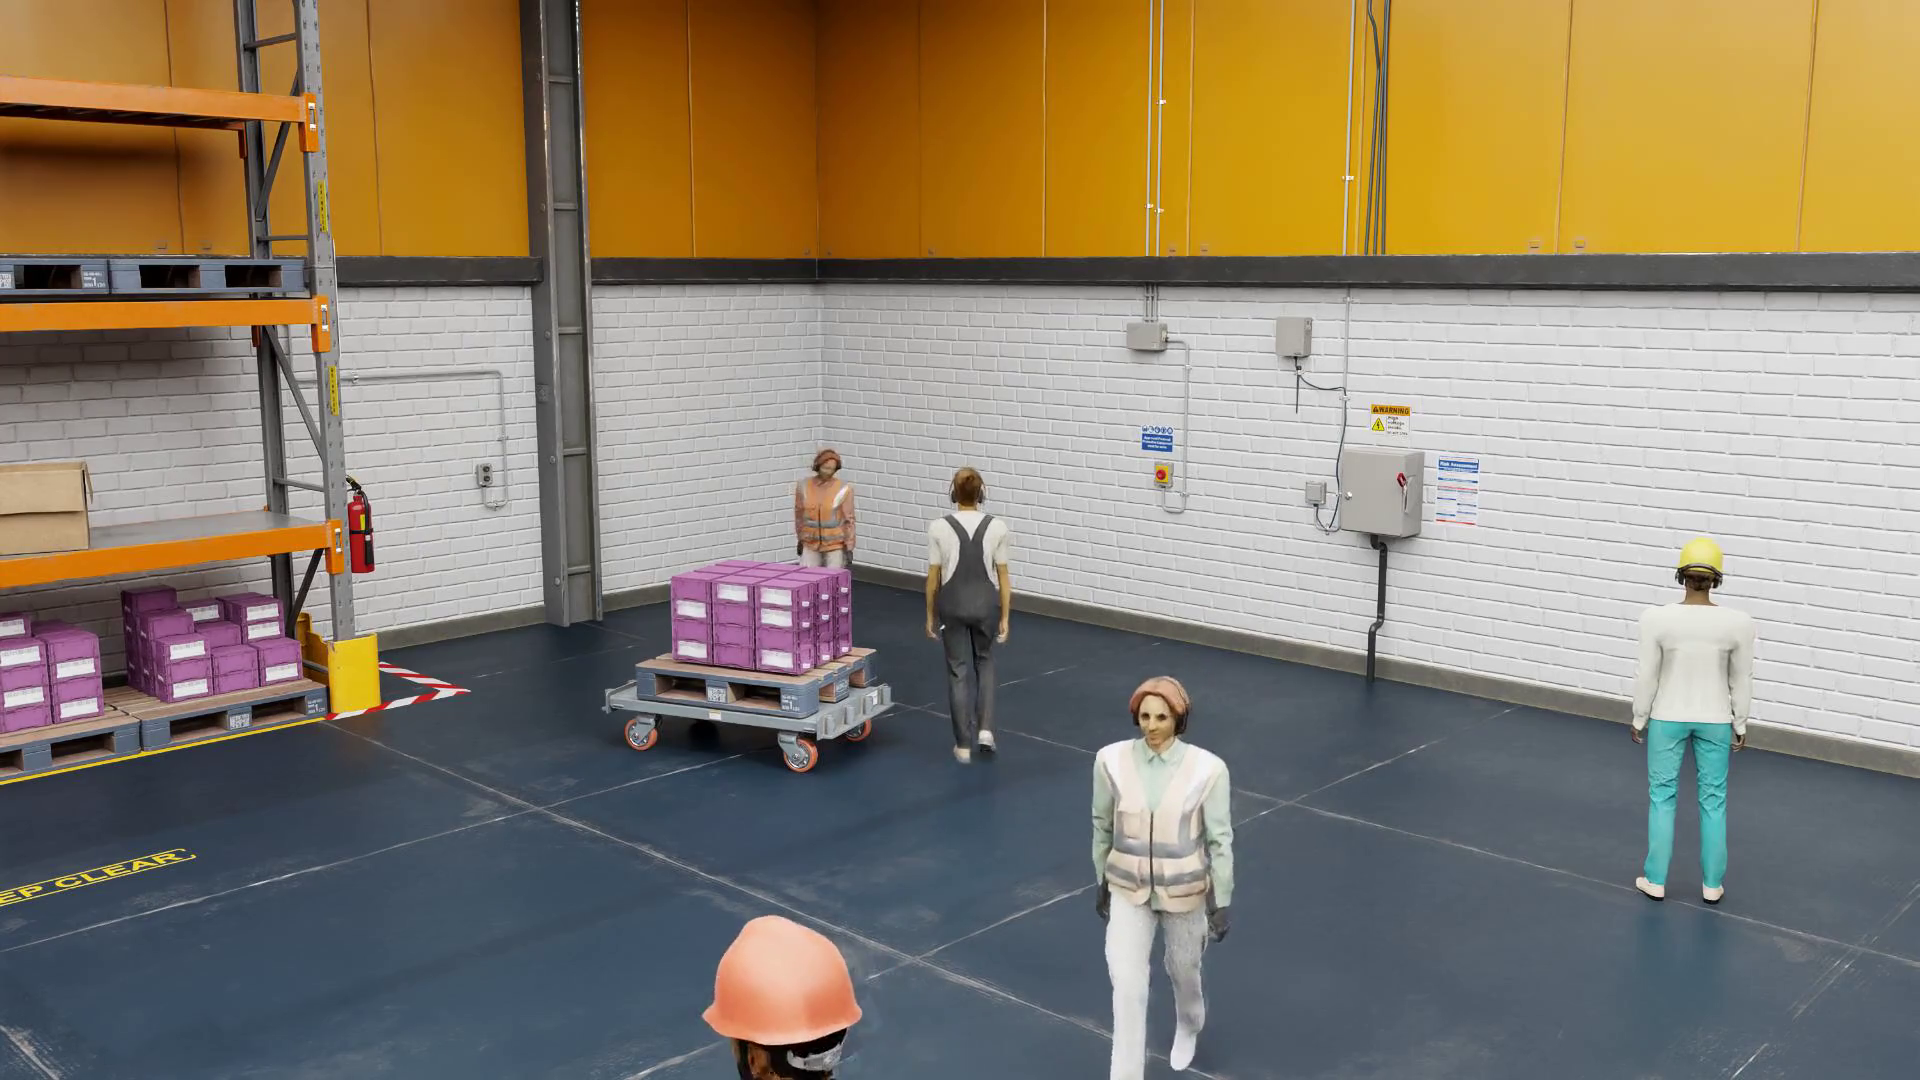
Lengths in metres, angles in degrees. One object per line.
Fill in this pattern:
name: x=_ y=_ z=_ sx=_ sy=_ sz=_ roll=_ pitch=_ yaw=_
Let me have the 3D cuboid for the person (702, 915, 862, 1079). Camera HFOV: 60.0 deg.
person: x=-0.315 y=1.602 z=2.962 sx=0.497 sy=1.917 sz=0.551 roll=7 pitch=12 yaw=38

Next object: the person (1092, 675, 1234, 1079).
person: x=0.740 y=1.260 z=6.042 sx=0.526 sy=1.603 sz=0.837 roll=3 pitch=10 yaw=17

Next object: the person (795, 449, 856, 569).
person: x=-1.076 y=0.058 z=13.371 sx=0.535 sy=1.606 sz=0.439 roll=2 pitch=9 yaw=11

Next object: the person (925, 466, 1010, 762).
person: x=0.040 y=0.458 z=10.282 sx=0.506 sy=1.831 sz=0.411 roll=-1 pitch=9 yaw=-9

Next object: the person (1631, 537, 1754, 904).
person: x=3.496 y=0.862 z=7.979 sx=0.533 sy=1.767 sz=0.325 roll=2 pitch=10 yaw=13
